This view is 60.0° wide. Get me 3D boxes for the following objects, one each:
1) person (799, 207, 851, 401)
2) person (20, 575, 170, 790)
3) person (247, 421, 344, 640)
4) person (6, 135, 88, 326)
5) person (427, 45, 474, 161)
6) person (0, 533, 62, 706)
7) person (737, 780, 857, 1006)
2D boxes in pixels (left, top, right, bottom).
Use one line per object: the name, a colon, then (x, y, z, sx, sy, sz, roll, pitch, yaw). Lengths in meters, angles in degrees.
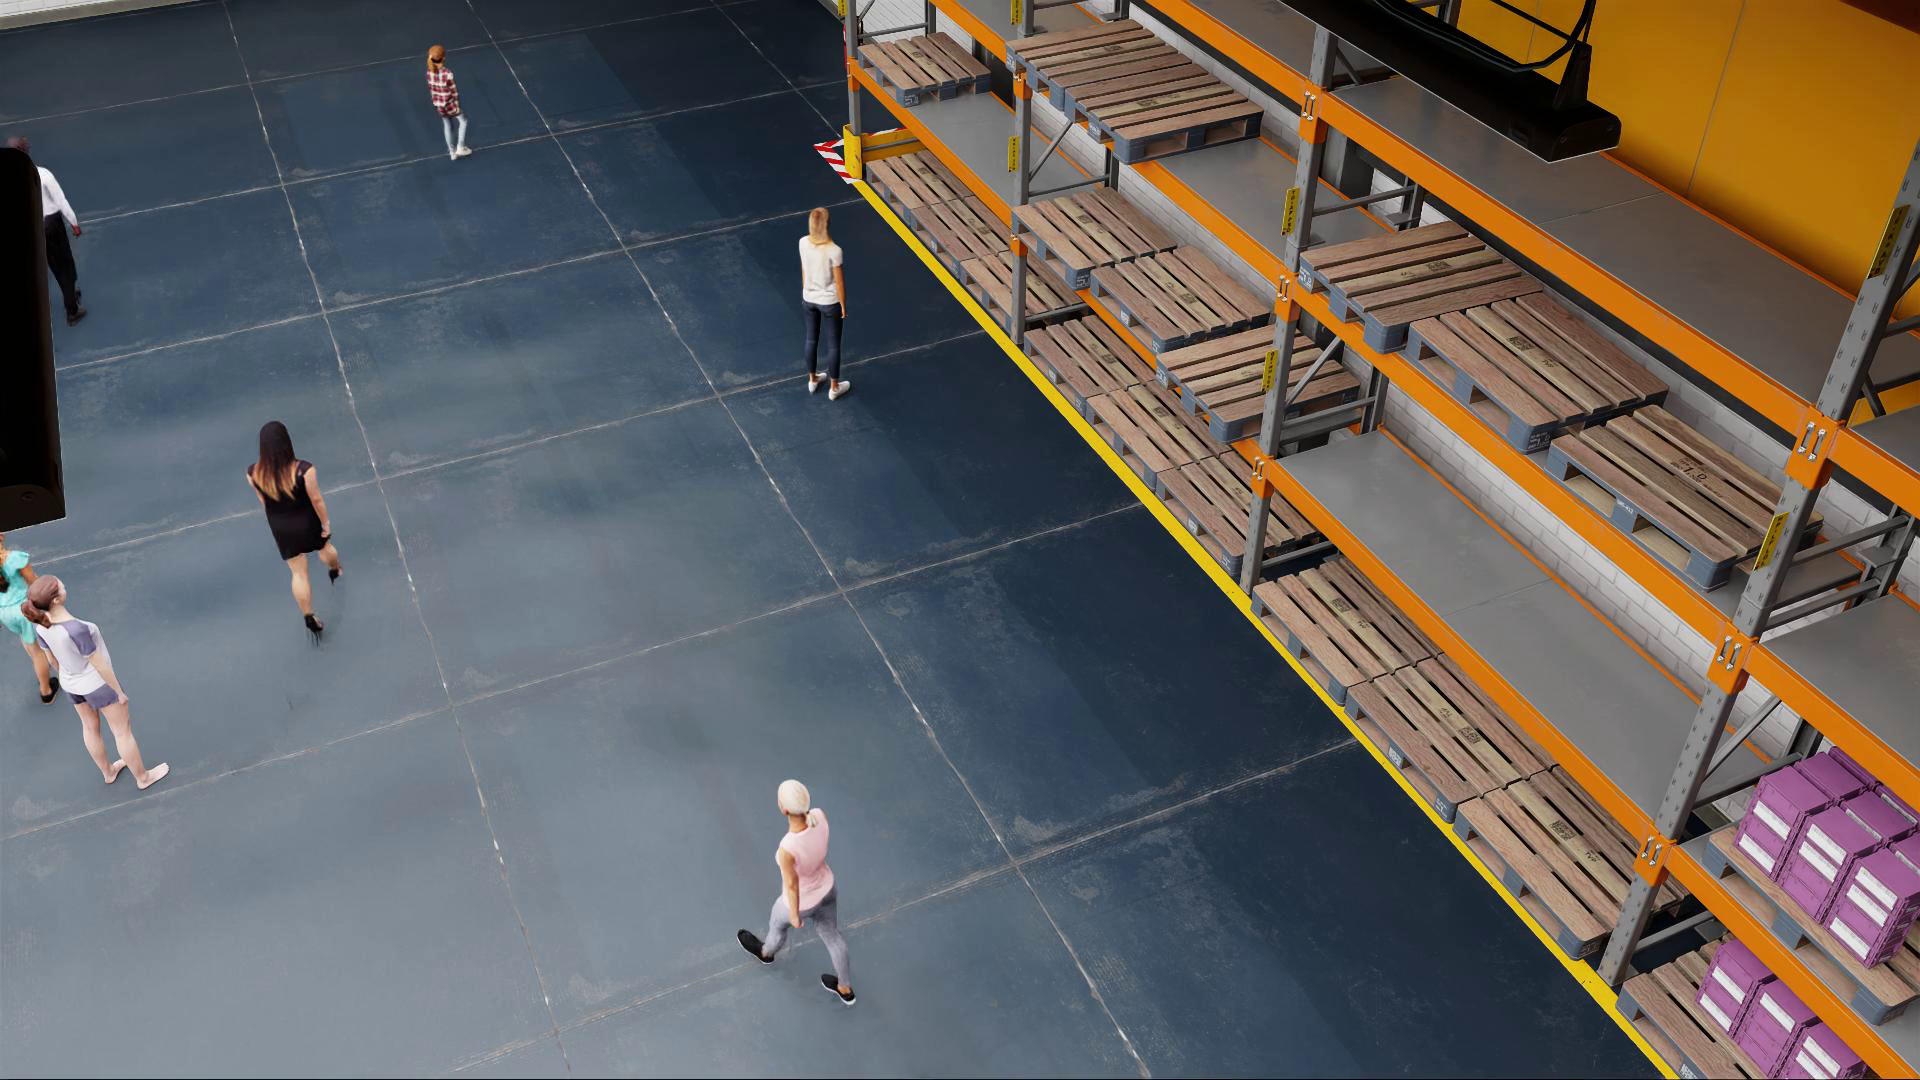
person: (-1.205, -2.066, 14.498, 0.638, 1.809, 0.717, 17, 42, 20)
person: (-5.652, 0.928, 10.782, 0.685, 1.768, 0.736, 10, 40, 12)
person: (-4.822, -0.033, 12.071, 0.834, 1.662, 1.133, -5, 39, -6)
person: (-8.524, -2.833, 15.452, 0.829, 1.817, 0.944, -3, 39, -4)
person: (-5.688, -4.796, 18.324, 0.633, 1.300, 0.693, 13, 40, 16)
person: (-6.509, 0.521, 11.471, 0.676, 1.544, 0.787, -4, 39, -5)
person: (-0.801, 2.049, 9.442, 1.107, 1.688, 0.831, 27, 46, 30)
